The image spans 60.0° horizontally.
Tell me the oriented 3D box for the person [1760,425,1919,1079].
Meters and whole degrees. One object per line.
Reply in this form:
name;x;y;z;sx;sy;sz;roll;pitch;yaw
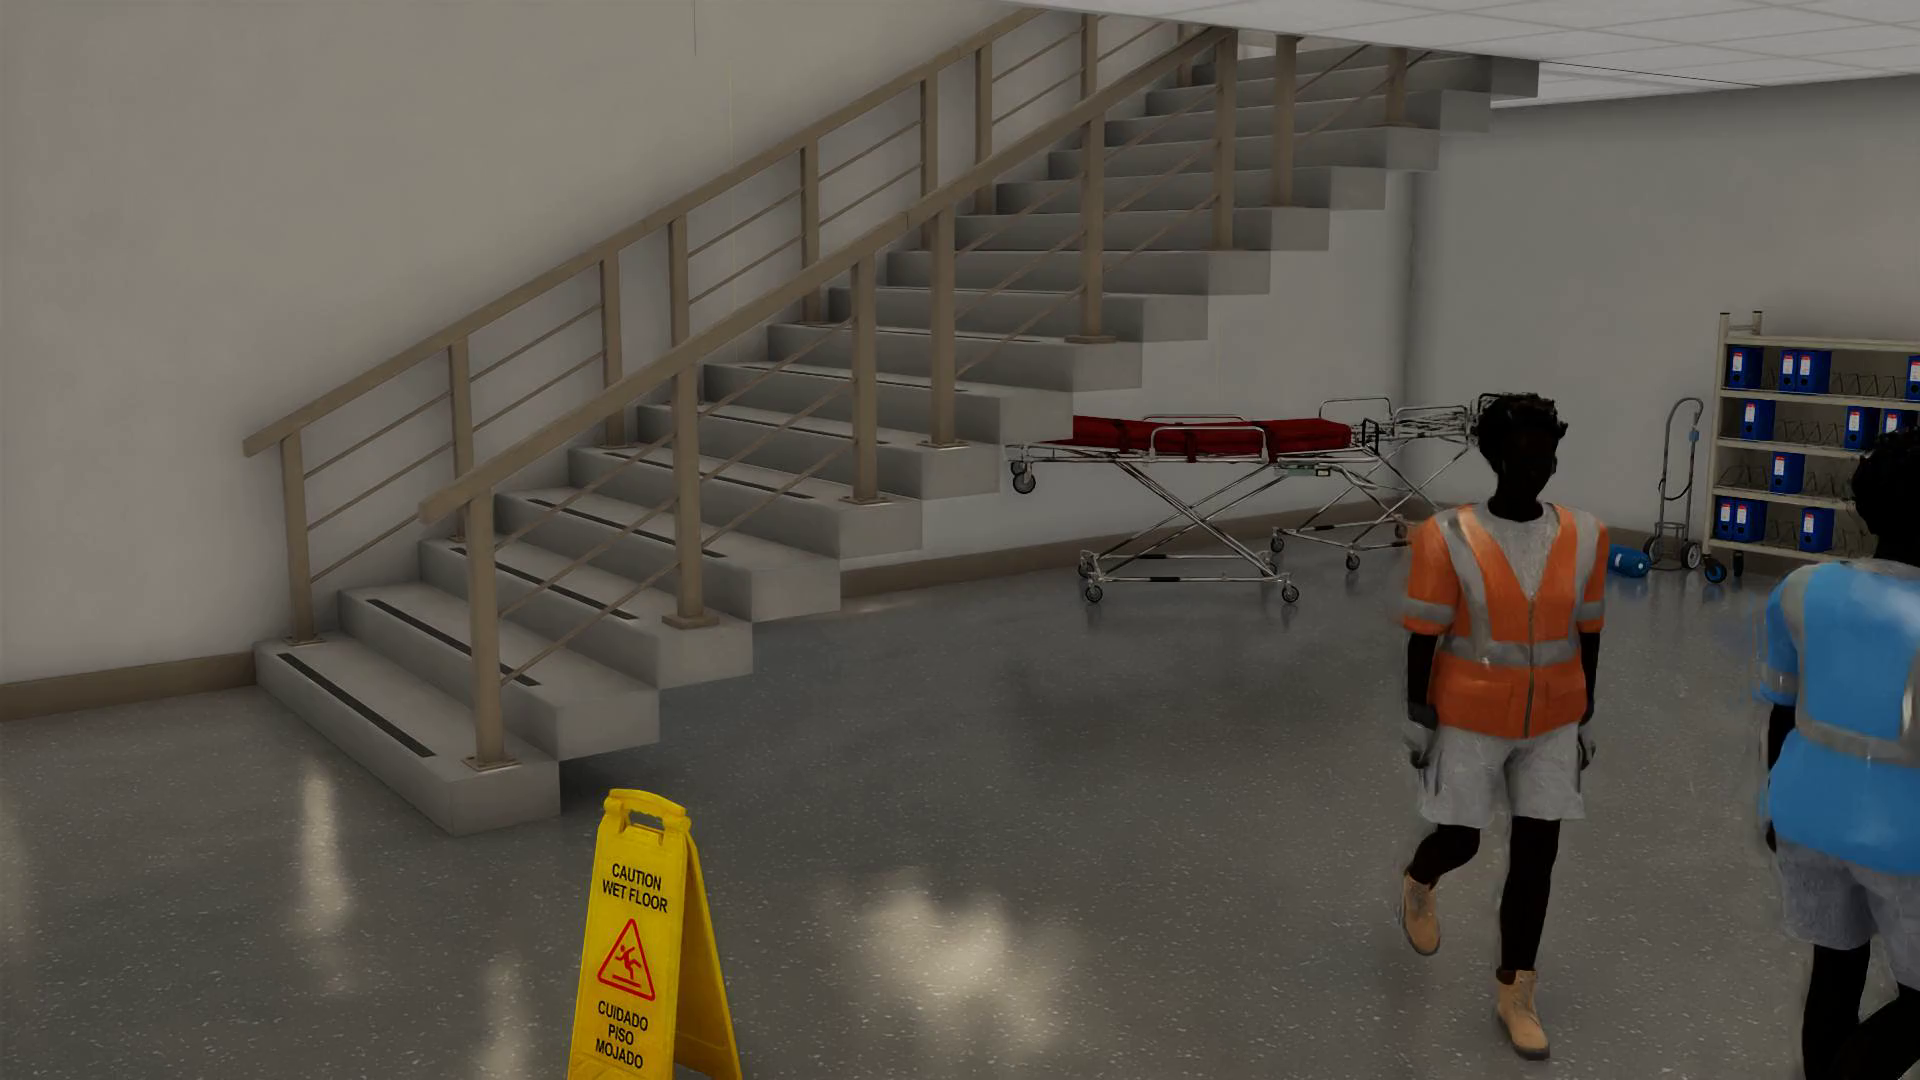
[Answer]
person;1.832;0.605;3.399;0.567;1.684;0.539;-5;11;-28

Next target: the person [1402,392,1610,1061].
person;1.395;0.441;4.348;0.535;1.679;0.603;0;10;-3
